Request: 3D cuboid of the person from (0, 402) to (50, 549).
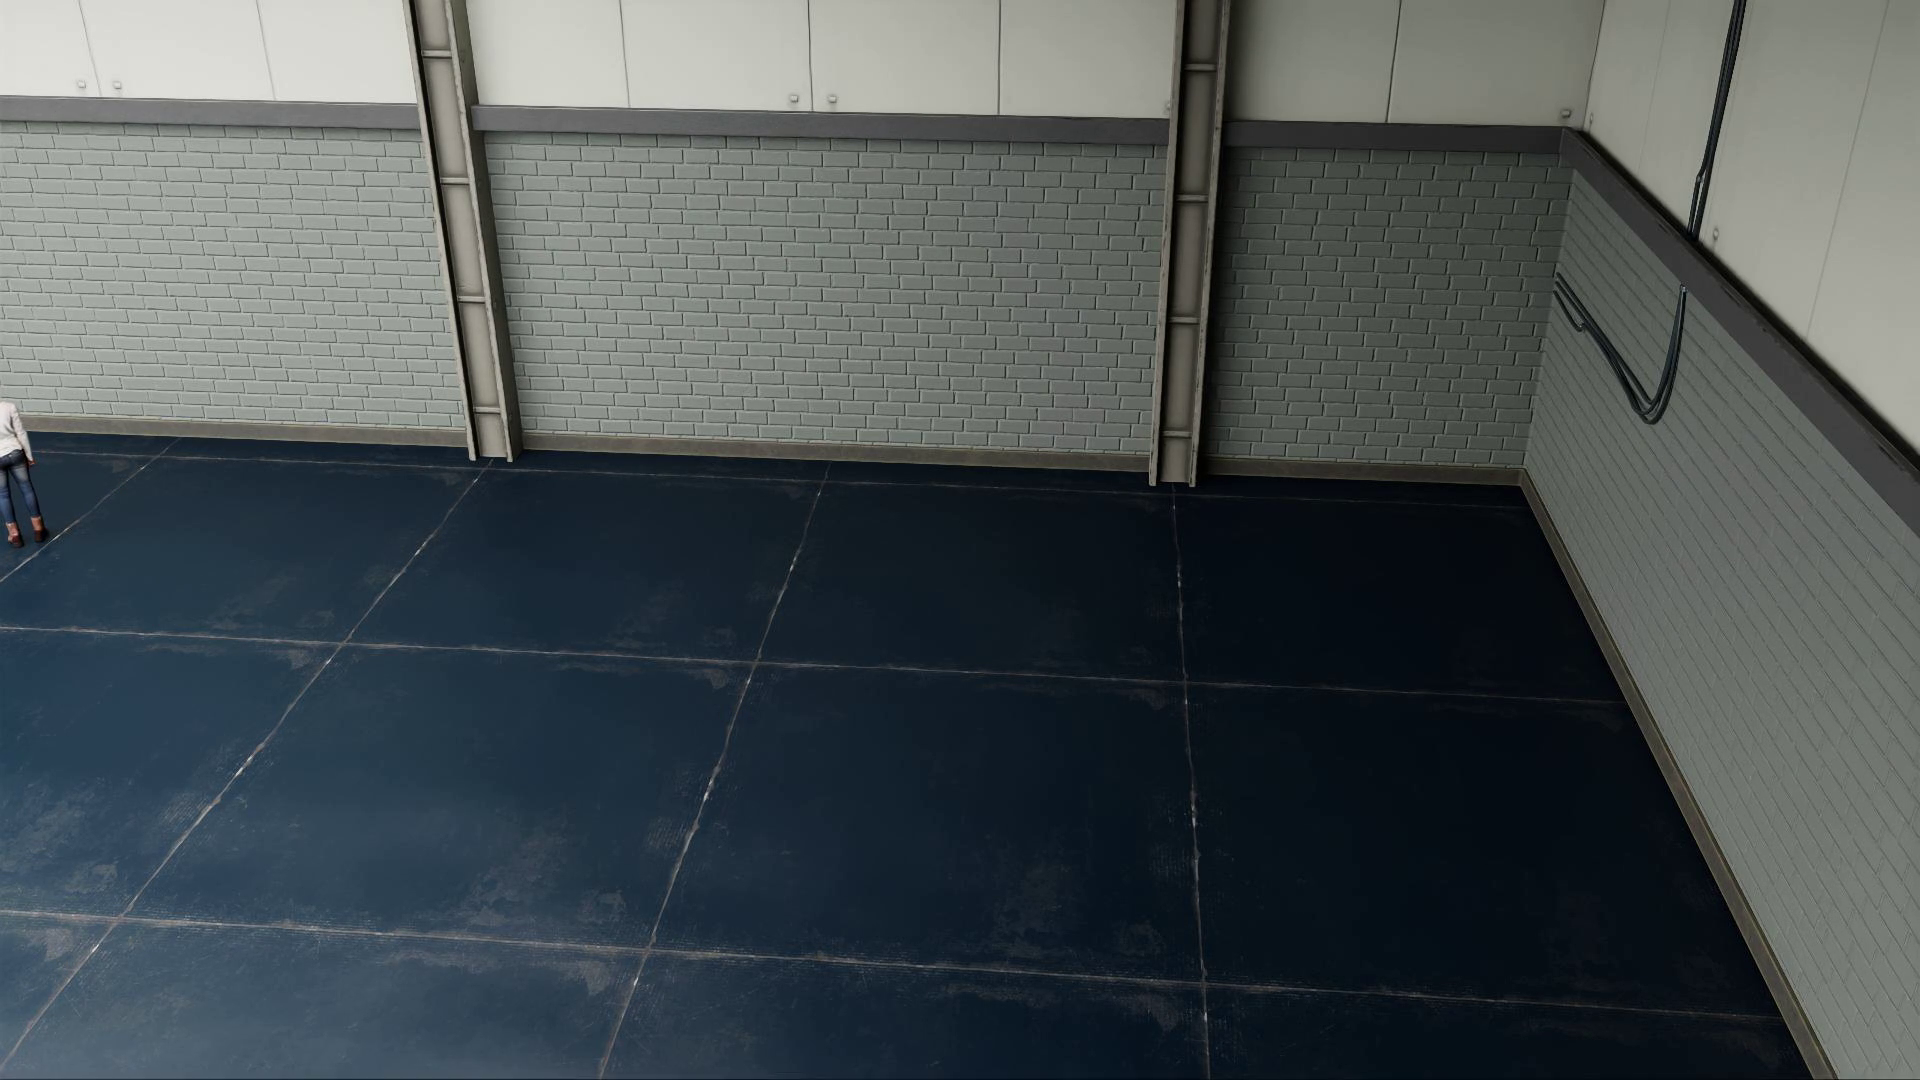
[{"bbox_3d":[-7.478,-0.643,13.021,0.585,1.452,0.661,-17,32,-30],"label":"person"}]
